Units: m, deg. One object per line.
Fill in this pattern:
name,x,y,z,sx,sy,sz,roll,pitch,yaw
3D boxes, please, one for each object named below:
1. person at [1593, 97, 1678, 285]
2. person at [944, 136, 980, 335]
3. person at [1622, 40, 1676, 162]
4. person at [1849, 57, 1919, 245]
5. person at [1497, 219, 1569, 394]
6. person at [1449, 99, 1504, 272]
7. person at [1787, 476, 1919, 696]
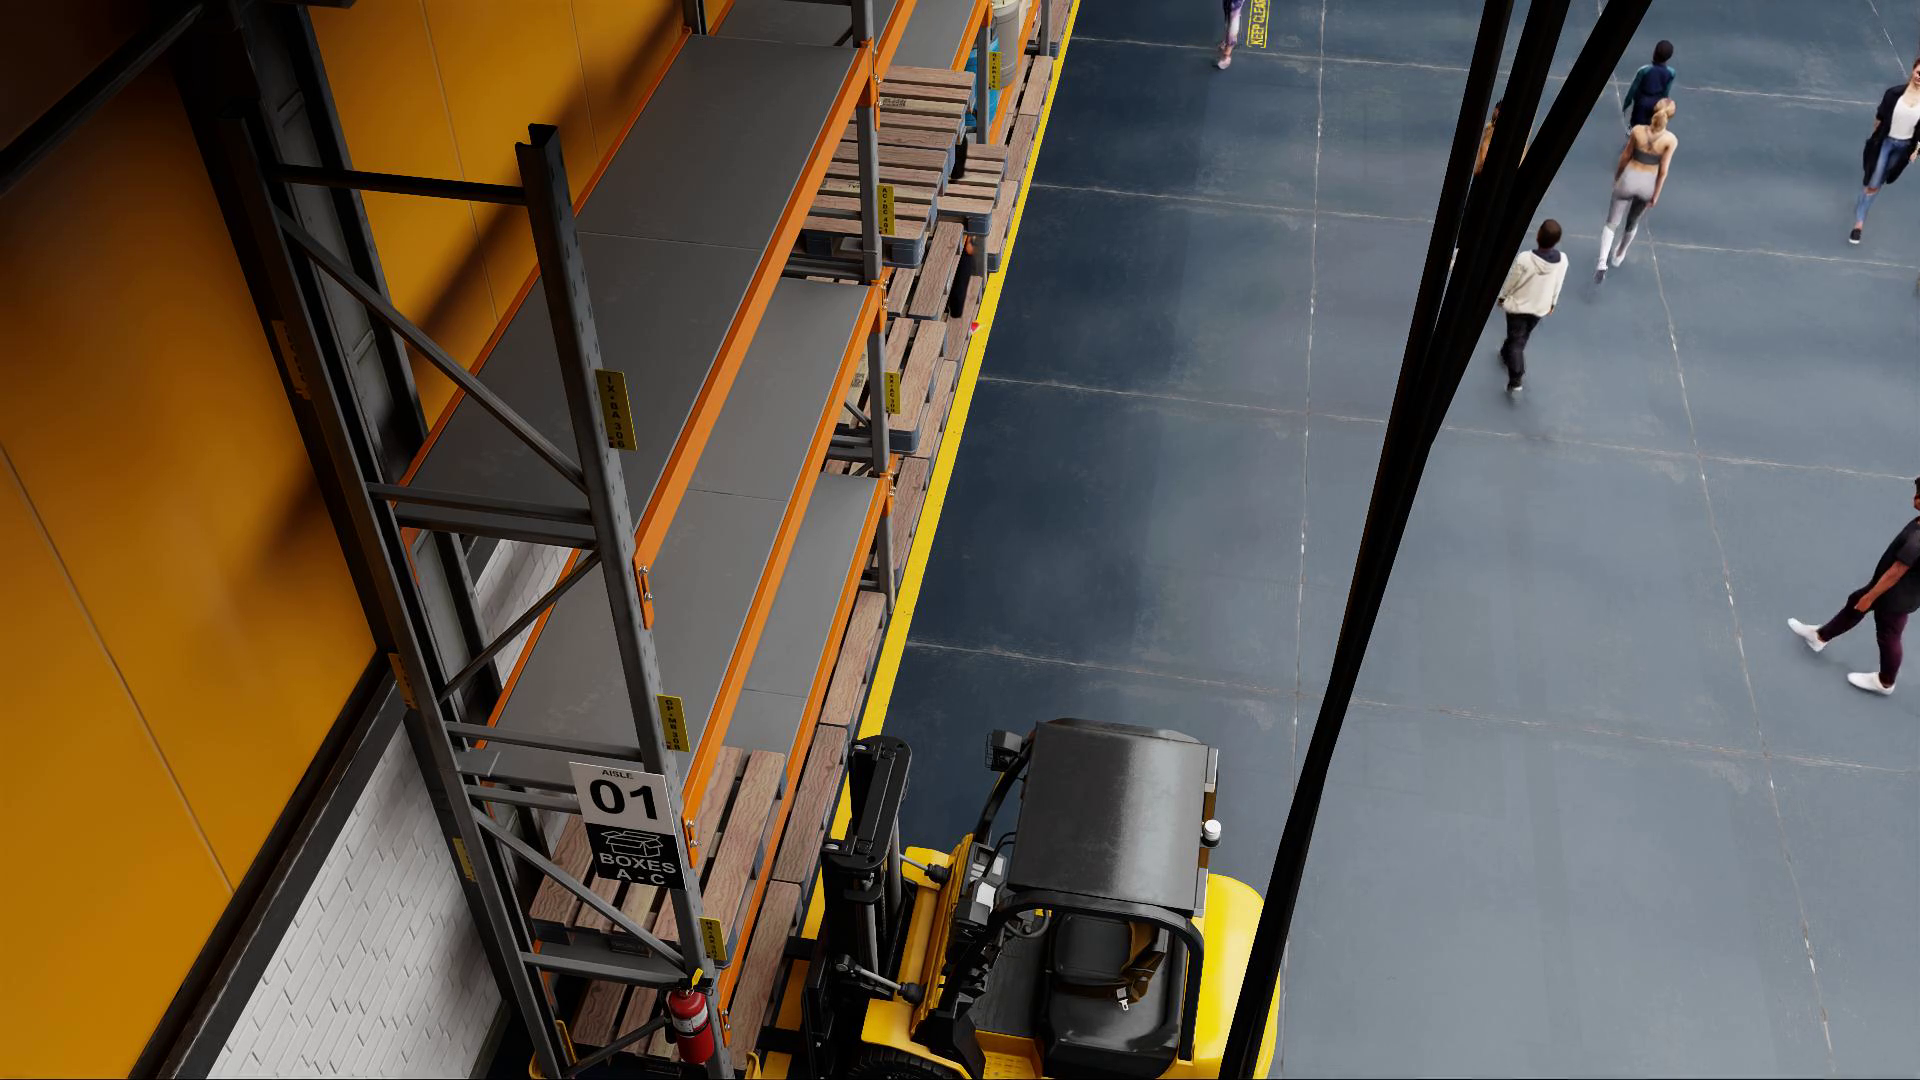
person,5.691,-2.939,14.075,0.751,1.685,1.079,20,47,20
person,-0.080,-2.494,13.514,0.834,1.814,0.769,-24,49,-23
person,6.420,-4.048,15.560,0.592,1.242,0.852,1,44,1
person,8.261,-3.521,14.715,0.798,1.644,1.165,17,46,17
person,4.477,-1.811,13.069,0.728,1.439,0.992,-4,44,-4
person,4.602,-3.072,14.245,0.857,1.642,0.945,31,51,28
person,6.074,0.321,10.605,0.991,1.752,1.046,29,51,27
